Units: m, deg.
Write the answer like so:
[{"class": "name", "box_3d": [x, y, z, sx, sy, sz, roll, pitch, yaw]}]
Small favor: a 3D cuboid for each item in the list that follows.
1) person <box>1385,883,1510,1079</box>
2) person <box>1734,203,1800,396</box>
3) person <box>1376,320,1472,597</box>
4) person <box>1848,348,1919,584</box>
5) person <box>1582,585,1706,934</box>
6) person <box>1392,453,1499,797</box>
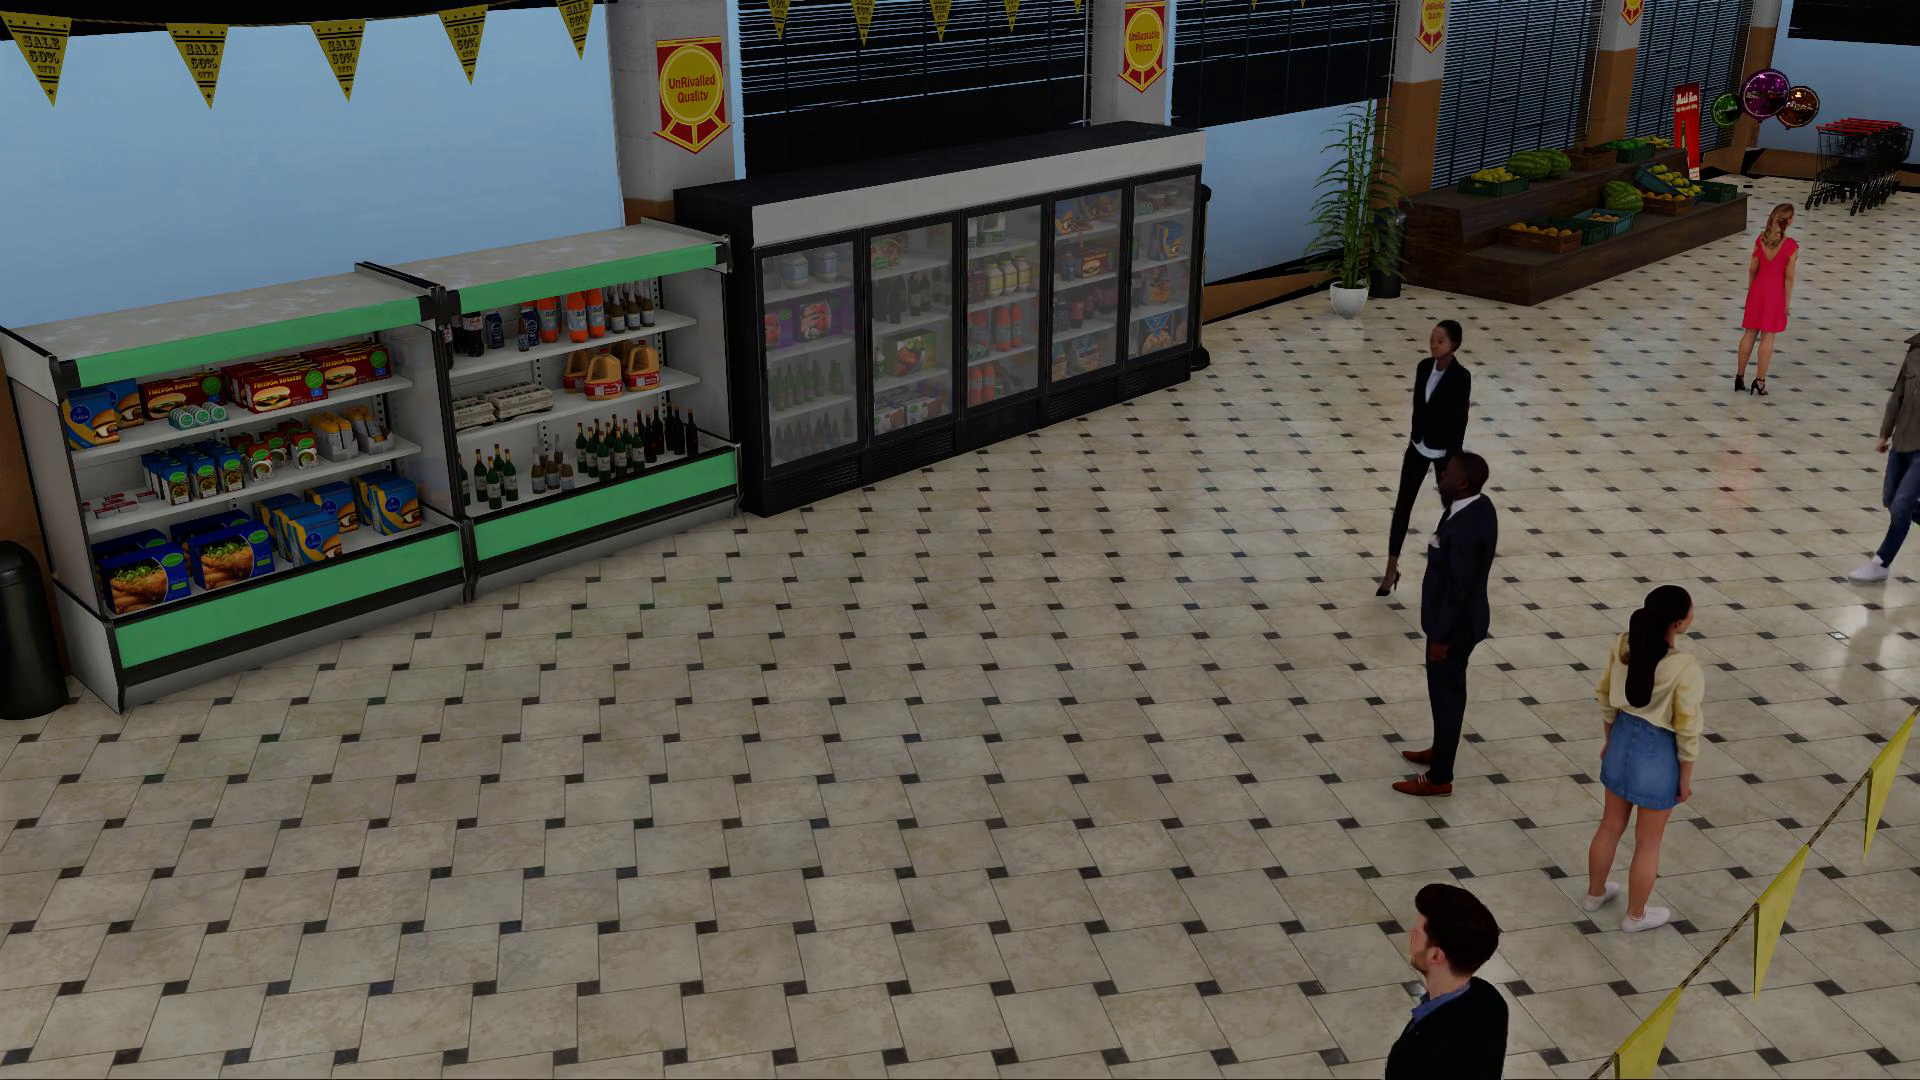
[{"class": "person", "box_3d": [1.348, 1.854, 4.733, 0.832, 1.884, 0.651, 9, 24, 21]}, {"class": "person", "box_3d": [7.256, -2.174, 14.966, 0.604, 1.728, 0.616, -14, 26, -30]}, {"class": "person", "box_3d": [3.134, -0.517, 10.762, 1.135, 1.788, 0.696, -16, 27, -35]}, {"class": "person", "box_3d": [6.367, -0.614, 10.923, 1.194, 1.847, 1.034, -6, 23, -14]}, {"class": "person", "box_3d": [3.000, 0.955, 7.308, 0.621, 1.632, 0.679, -14, 26, -31]}, {"class": "person", "box_3d": [2.487, 0.419, 8.383, 0.833, 1.824, 0.682, 10, 24, 23]}]
